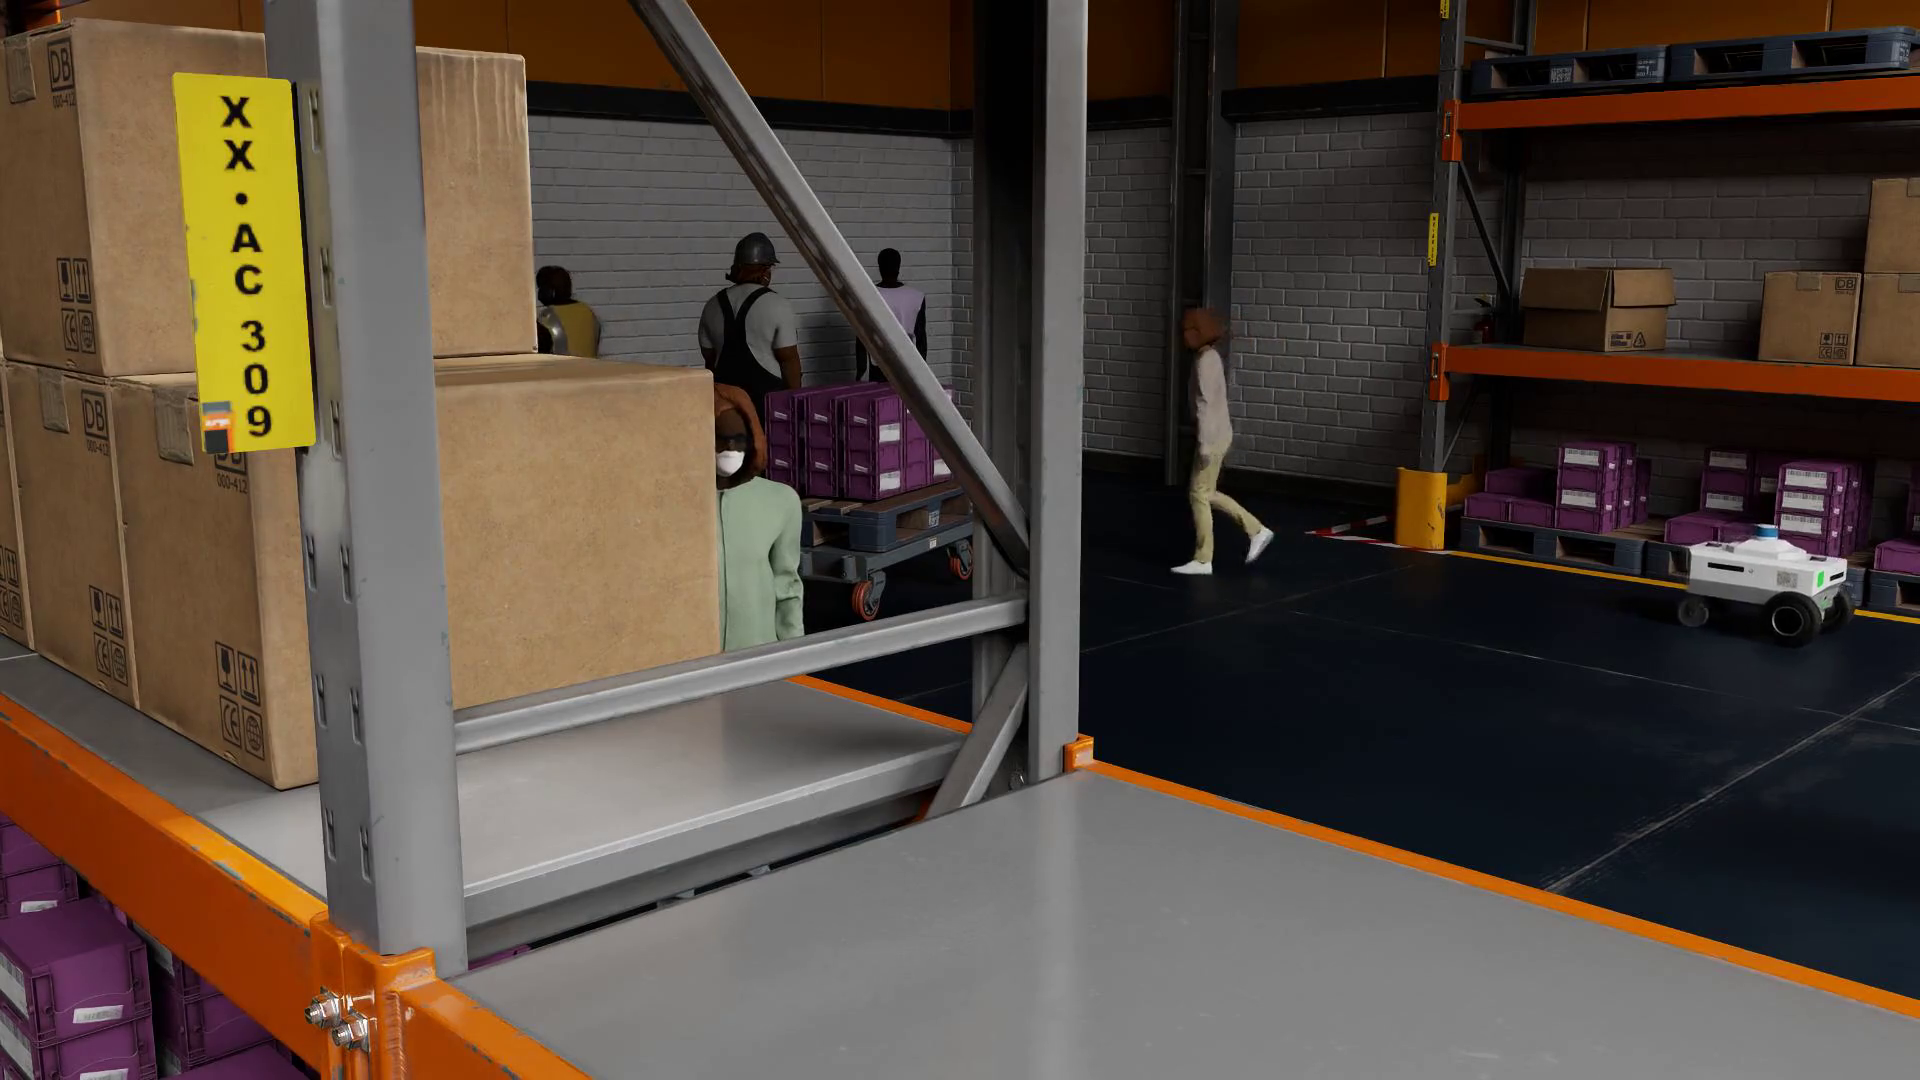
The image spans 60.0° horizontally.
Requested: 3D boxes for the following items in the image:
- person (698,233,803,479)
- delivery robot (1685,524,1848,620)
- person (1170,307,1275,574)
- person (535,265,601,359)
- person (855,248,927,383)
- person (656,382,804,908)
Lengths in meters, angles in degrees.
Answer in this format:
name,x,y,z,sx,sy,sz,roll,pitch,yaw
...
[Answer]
name,x,y,z,sx,sy,sz,roll,pitch,yaw
person,-1.235,-0.875,10.316,0.678,2.000,0.537,5,12,28
delivery robot,4.085,0.163,8.456,0.477,0.478,0.707,-9,14,-42
person,1.547,-0.577,9.888,0.547,1.607,0.505,2,11,13
person,-2.694,-0.956,11.346,0.712,1.824,0.656,6,12,31
person,-0.563,-1.427,13.667,0.596,1.915,0.370,-2,11,-12
person,-0.659,0.380,4.585,0.498,1.633,0.280,-4,11,-23
